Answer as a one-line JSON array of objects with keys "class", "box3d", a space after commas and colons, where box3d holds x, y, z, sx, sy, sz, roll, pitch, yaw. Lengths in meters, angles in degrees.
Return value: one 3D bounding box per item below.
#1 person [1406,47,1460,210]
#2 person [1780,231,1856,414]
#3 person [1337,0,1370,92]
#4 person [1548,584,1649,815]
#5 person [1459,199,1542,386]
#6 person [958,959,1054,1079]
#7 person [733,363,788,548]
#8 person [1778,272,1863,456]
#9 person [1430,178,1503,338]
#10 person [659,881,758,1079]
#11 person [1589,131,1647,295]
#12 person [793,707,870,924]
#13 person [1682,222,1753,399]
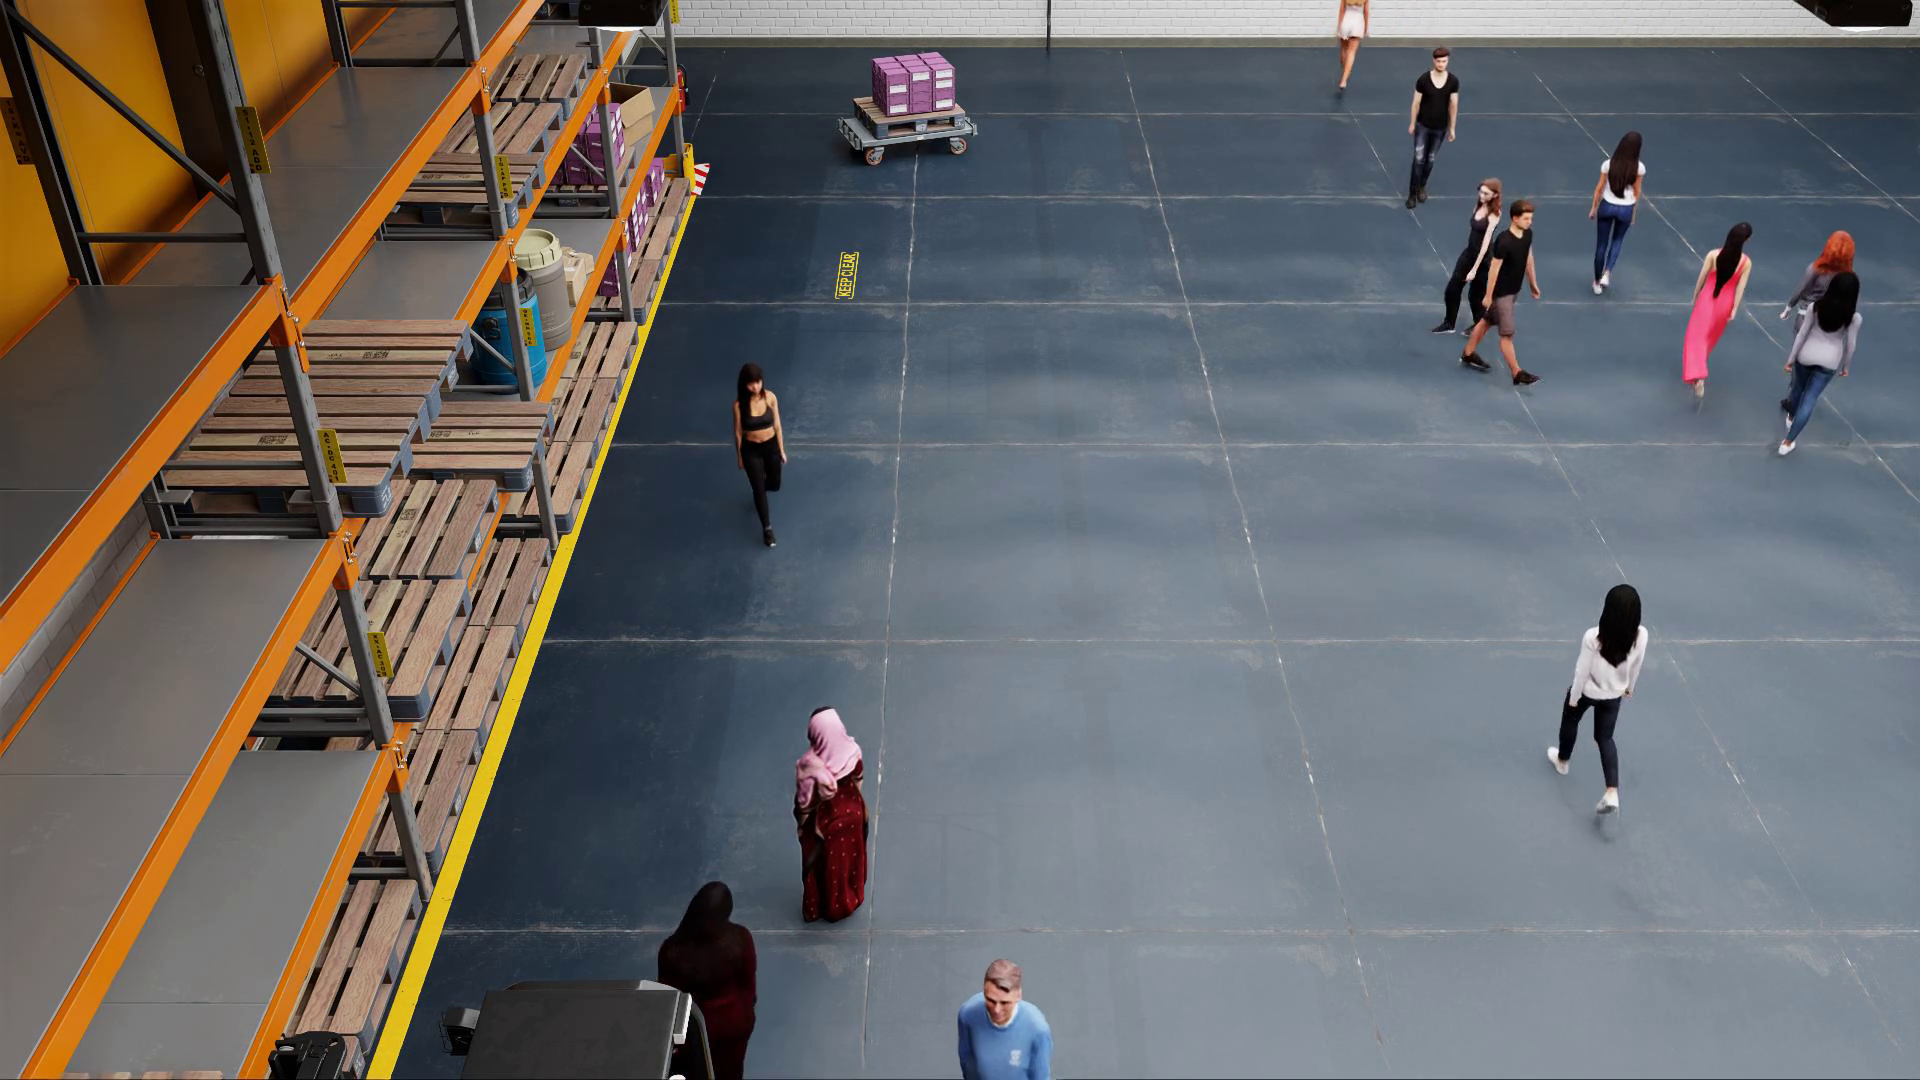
[{"class": "person", "box3d": [5.609, -4.952, 19.802, 0.715, 1.871, 0.911, 2, 34, 4]}, {"class": "person", "box3d": [7.958, -1.972, 15.421, 0.617, 1.760, 0.703, -1, 34, -1]}, {"class": "person", "box3d": [5.467, -7.104, 23.236, 0.844, 1.655, 1.209, 11, 35, 16]}, {"class": "person", "box3d": [4.236, 1.059, 10.938, 0.691, 1.674, 1.065, -3, 34, -5]}, {"class": "person", "box3d": [5.183, -2.436, 16.065, 1.214, 1.819, 1.161, 28, 43, 35]}, {"class": "person", "box3d": [0.267, 2.717, 8.359, 0.865, 1.767, 1.265, 8, 35, 13]}, {"class": "person", "box3d": [-1.659, -0.765, 13.719, 0.738, 1.634, 0.947, -10, 35, -15]}, {"class": "person", "box3d": [7.608, -1.532, 14.808, 0.998, 1.705, 1.115, 22, 40, 30]}, {"class": "person", "box3d": [5.313, -2.822, 16.736, 0.805, 1.720, 0.835, -12, 36, -18]}, {"class": "person", "box3d": [-1.309, 2.556, 8.650, 0.841, 1.714, 0.823, -19, 38, -26]}, {"class": "person", "box3d": [6.924, -3.412, 17.583, 0.694, 1.764, 0.686, 10, 35, 15]}, {"class": "person", "box3d": [-0.775, 1.658, 10.070, 0.765, 1.637, 0.798, -22, 39, -29]}, {"class": "person", "box3d": [7.140, -2.147, 15.745, 0.793, 1.693, 1.143, 8, 35, 12]}]
